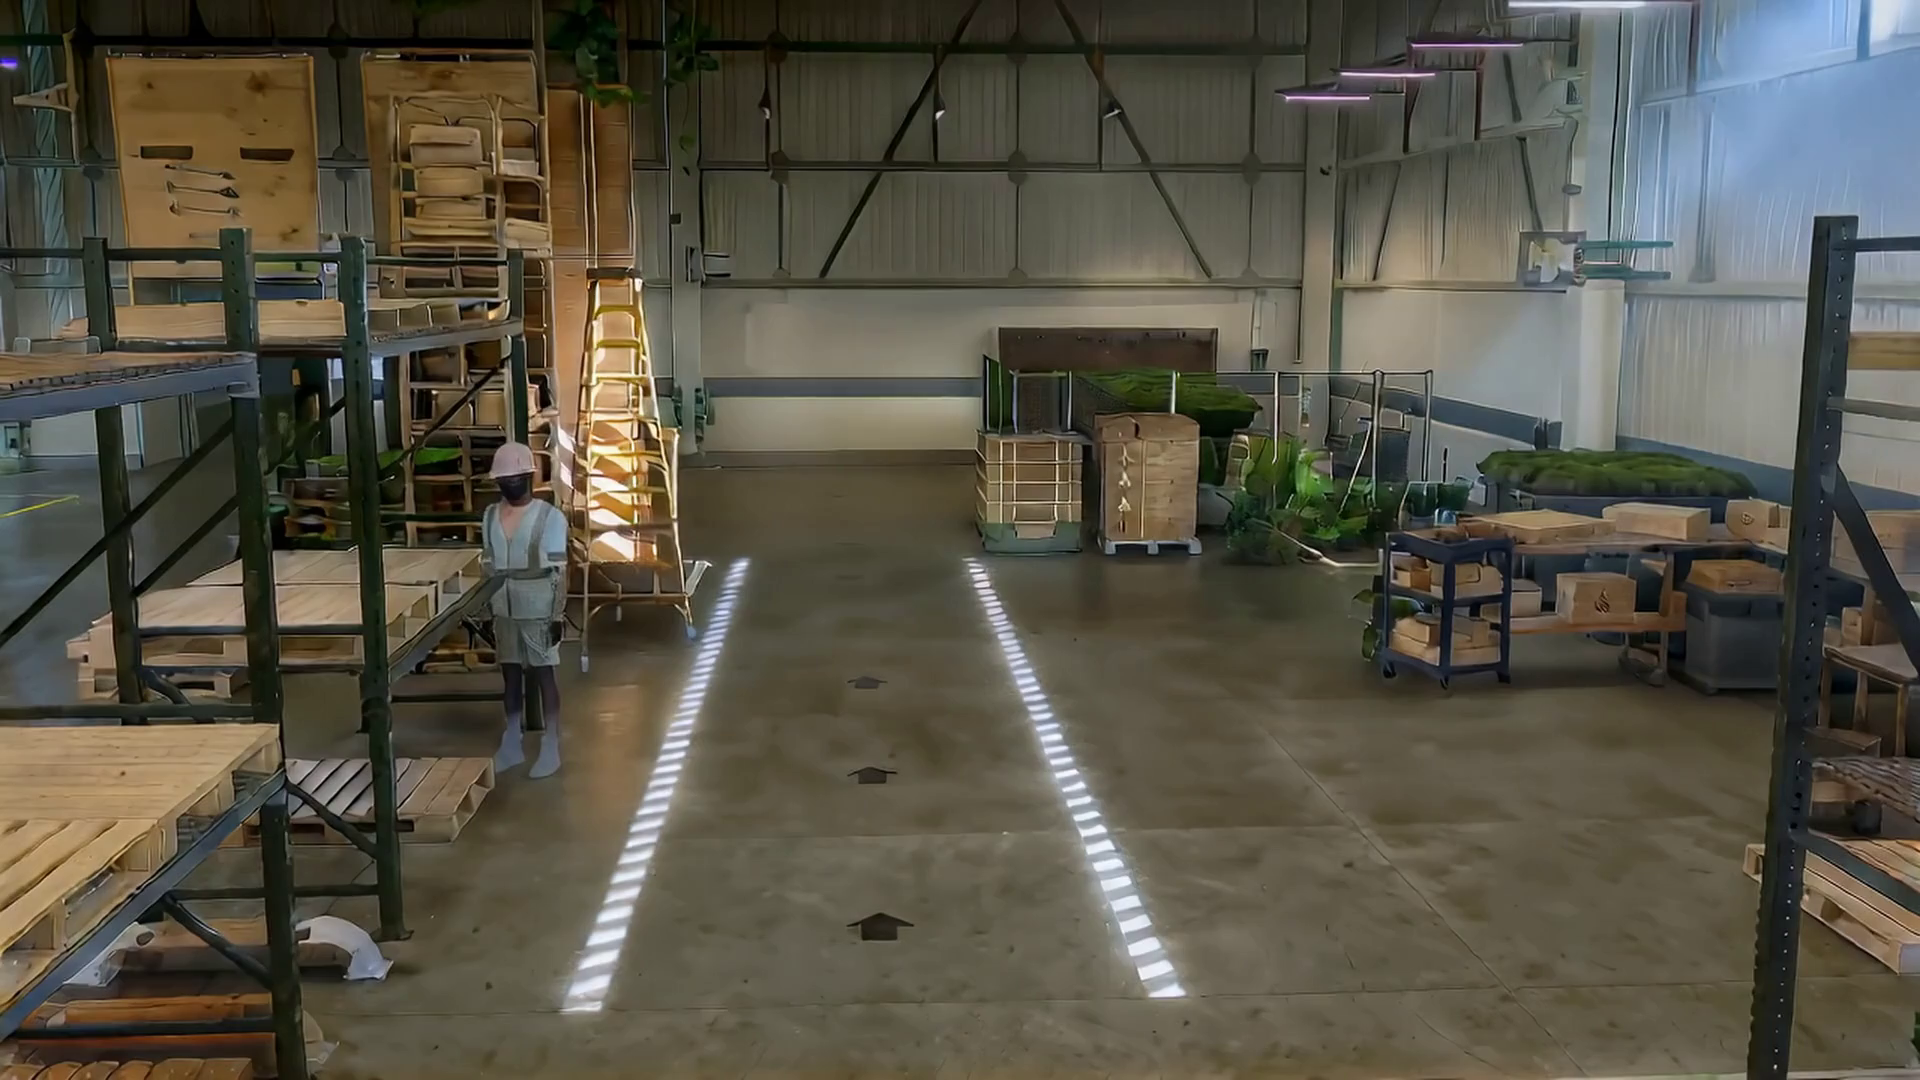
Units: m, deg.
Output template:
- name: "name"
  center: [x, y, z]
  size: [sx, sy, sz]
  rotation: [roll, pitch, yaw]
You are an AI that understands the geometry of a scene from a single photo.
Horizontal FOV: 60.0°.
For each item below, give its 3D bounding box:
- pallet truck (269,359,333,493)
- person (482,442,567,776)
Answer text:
- name: "pallet truck"
  center: [-7.062, -1.131, 18.996]
  size: [1.885, 1.965, 0.823]
  rotation: [2, 9, 13]
- name: "person"
  center: [-2.524, 0.398, 9.576]
  size: [0.542, 1.939, 0.362]
  rotation: [3, 10, 18]
